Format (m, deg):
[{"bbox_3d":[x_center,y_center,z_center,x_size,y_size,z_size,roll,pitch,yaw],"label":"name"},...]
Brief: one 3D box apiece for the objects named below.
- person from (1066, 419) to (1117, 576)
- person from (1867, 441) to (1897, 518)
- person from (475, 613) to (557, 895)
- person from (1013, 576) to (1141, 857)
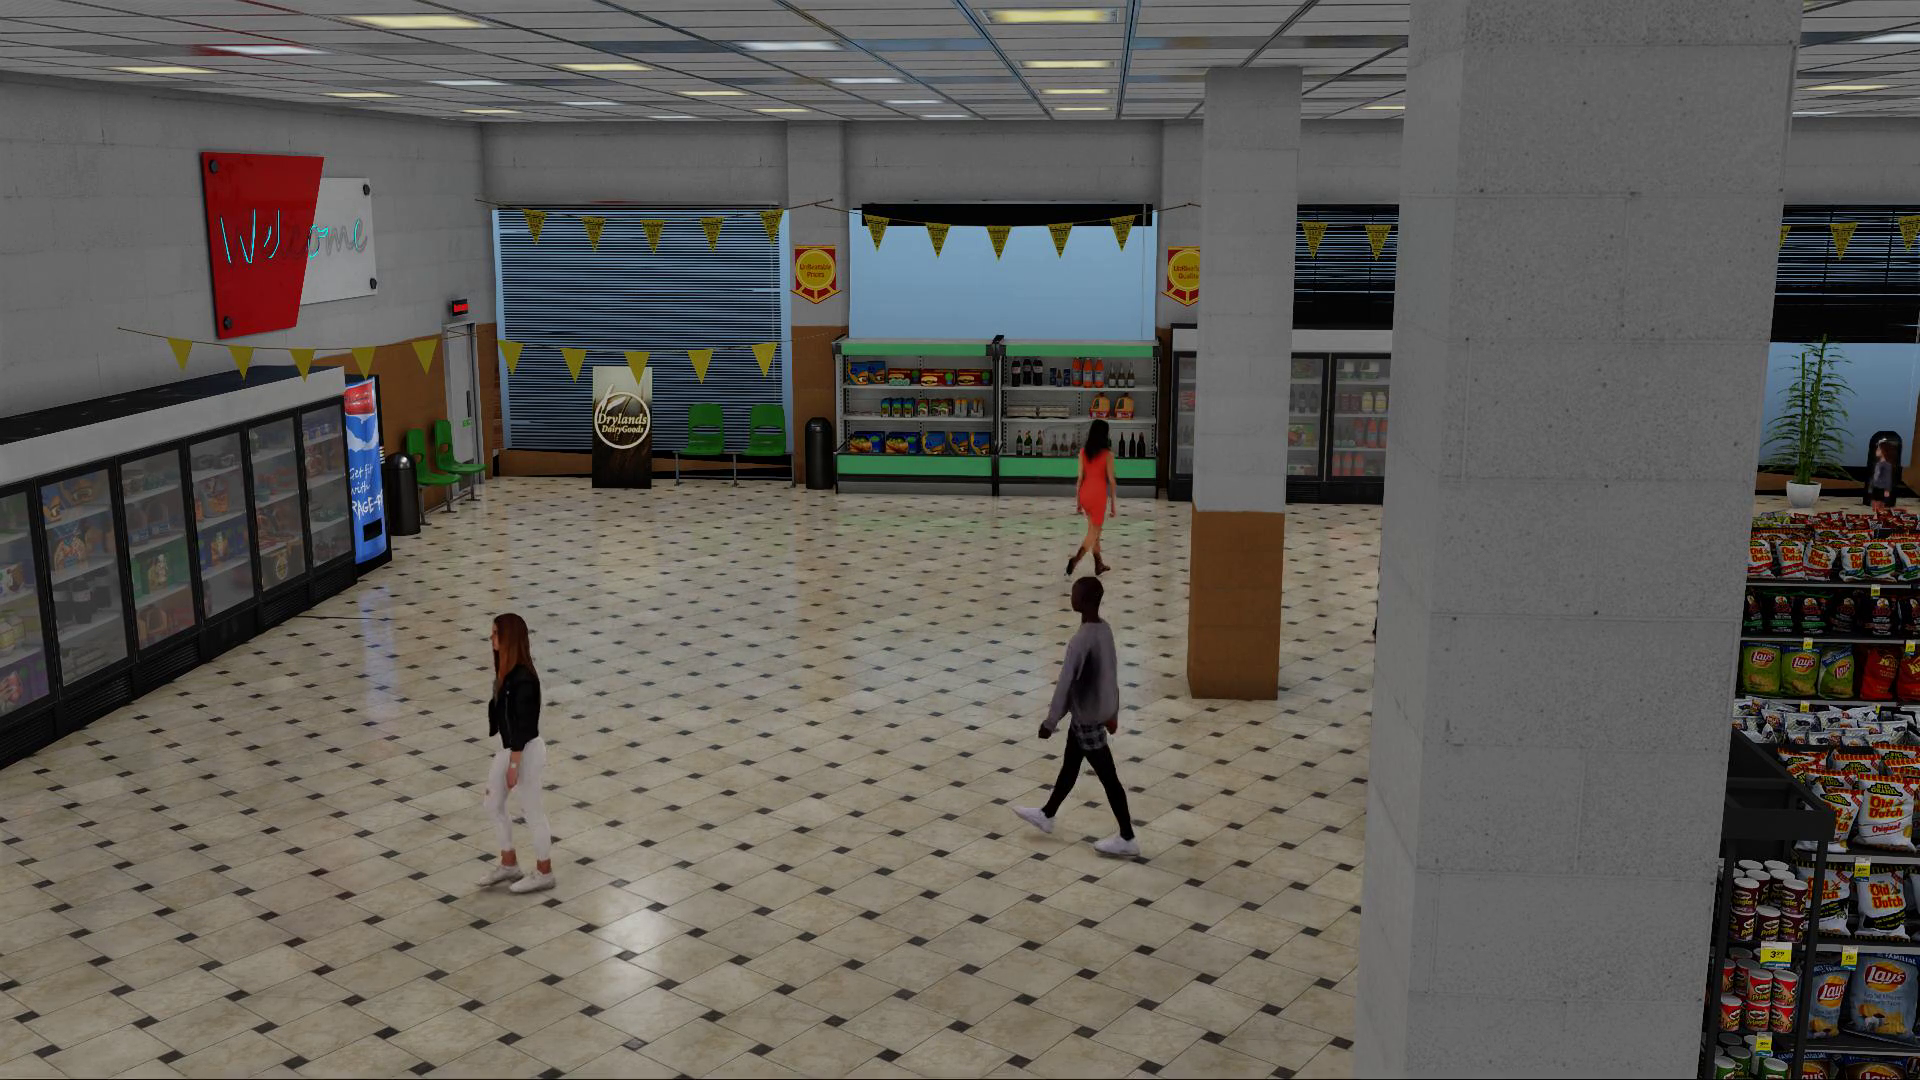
[{"bbox_3d":[1.358,-0.384,17.532,1.115,1.679,1.018,8,14,32],"label":"person"},{"bbox_3d":[11.250,-0.649,20.199,0.487,1.098,0.494,2,12,10],"label":"person"},{"bbox_3d":[-2.501,1.246,9.757,0.821,1.694,0.767,-6,13,-25],"label":"person"},{"bbox_3d":[0.908,1.122,10.249,1.163,1.733,0.832,4,13,20],"label":"person"}]
